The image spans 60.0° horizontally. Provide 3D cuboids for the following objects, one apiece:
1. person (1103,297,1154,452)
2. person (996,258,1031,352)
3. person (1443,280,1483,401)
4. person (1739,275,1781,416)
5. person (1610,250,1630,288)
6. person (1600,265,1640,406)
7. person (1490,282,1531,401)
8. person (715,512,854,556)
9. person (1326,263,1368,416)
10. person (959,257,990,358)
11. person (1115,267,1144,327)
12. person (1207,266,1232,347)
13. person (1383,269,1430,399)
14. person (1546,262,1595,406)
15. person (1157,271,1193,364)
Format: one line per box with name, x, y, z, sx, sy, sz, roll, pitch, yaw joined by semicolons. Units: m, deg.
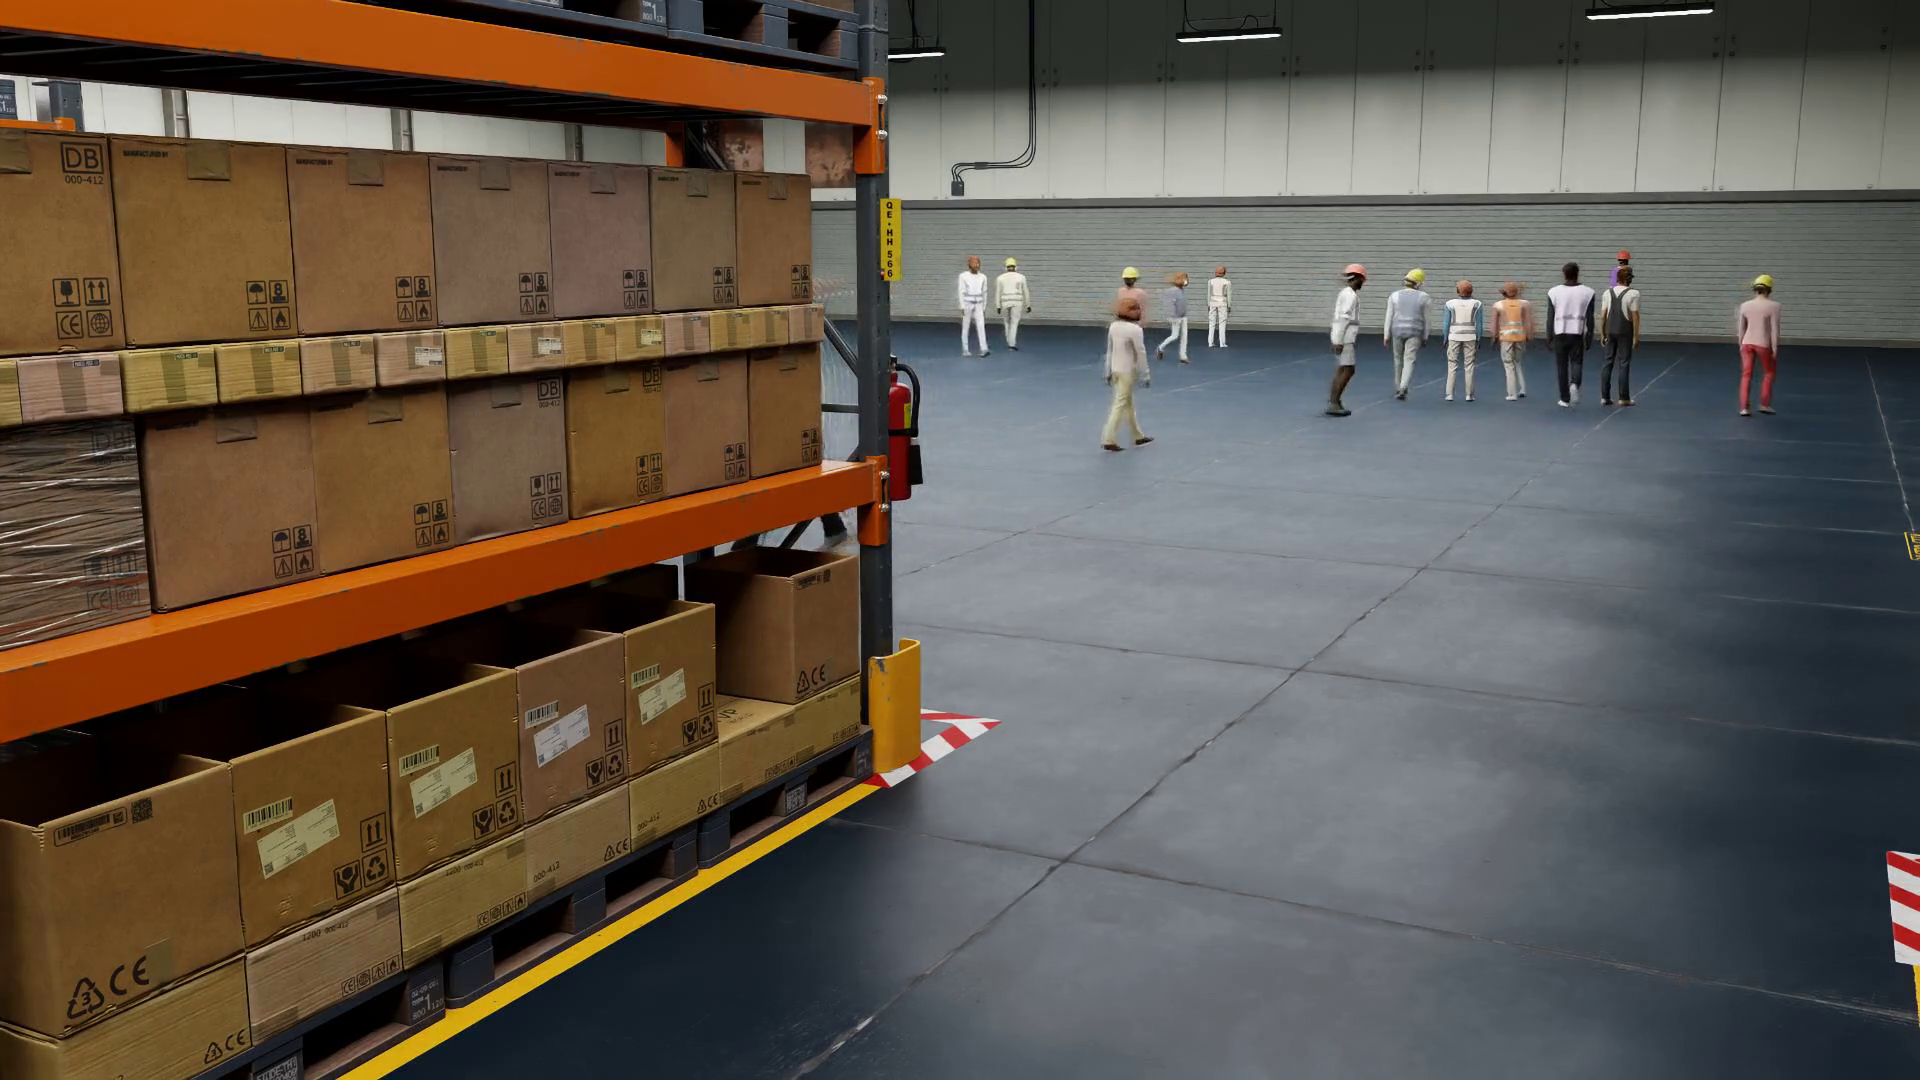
person;1.811;-1.722;17.330;0.811;1.592;0.520;-6;12;-31
person;1.044;-4.575;32.371;0.617;1.778;0.917;3;11;16
person;6.796;-2.688;22.503;0.522;1.638;0.306;3;11;15
person;9.969;-2.414;20.689;0.649;1.741;0.560;-8;13;-37
person;13.297;-4.851;33.462;0.340;1.942;0.552;-1;10;-8
person;8.700;-2.688;21.938;0.344;1.845;0.506;-9;14;-41
person;7.491;-2.700;22.643;0.521;1.603;0.431;0;10;-2
person;-1.198;-0.804;11.412;1.022;1.949;0.636;-3;11;-16
person;4.830;-2.491;20.732;0.499;1.890;0.599;1;10;5
person;0.256;-4.282;30.654;0.572;1.835;0.998;-3;11;-17
person;2.632;-3.362;25.826;0.550;1.753;0.393;10;14;43
person;5.195;-4.673;33.354;0.509;1.629;0.316;6;12;28
person;6.146;-2.829;22.896;0.612;1.787;0.898;5;11;25
person;7.978;-2.682;21.770;0.589;1.900;0.490;3;11;15
person;3.788;-3.891;29.103;0.612;1.615;0.510;10;14;43
